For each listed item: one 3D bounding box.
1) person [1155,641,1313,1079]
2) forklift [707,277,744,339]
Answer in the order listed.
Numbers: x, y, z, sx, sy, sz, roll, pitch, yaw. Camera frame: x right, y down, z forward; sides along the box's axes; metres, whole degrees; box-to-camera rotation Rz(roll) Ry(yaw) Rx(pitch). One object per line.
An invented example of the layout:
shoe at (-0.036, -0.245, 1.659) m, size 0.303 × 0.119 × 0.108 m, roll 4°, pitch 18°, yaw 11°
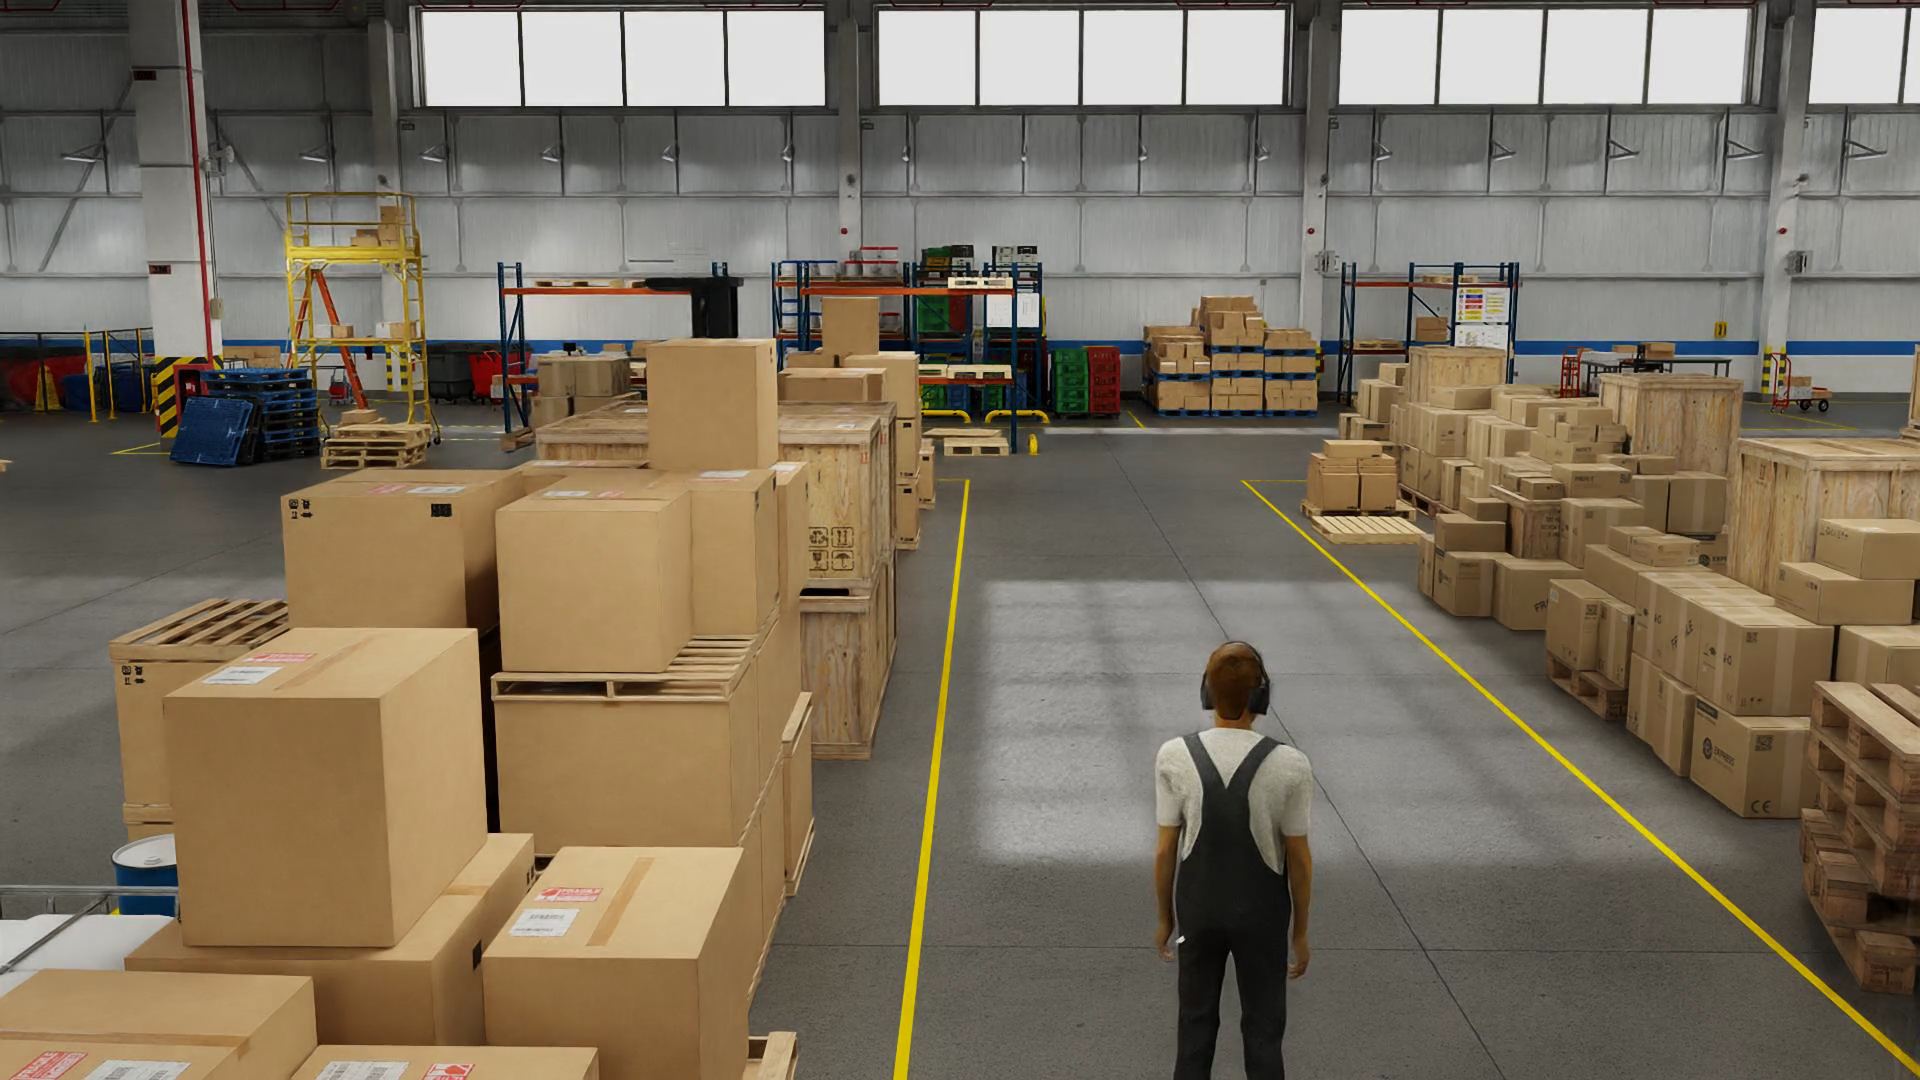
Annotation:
person at (0.874, 1.236, 5.348) m, size 0.506 × 1.839 × 0.345 m, roll 3°, pitch 10°, yaw 19°
forklift at (-3.378, -2.405, 24.039) m, size 1.873 × 2.768 × 1.129 m, roll 0°, pitch 9°, yaw 1°
